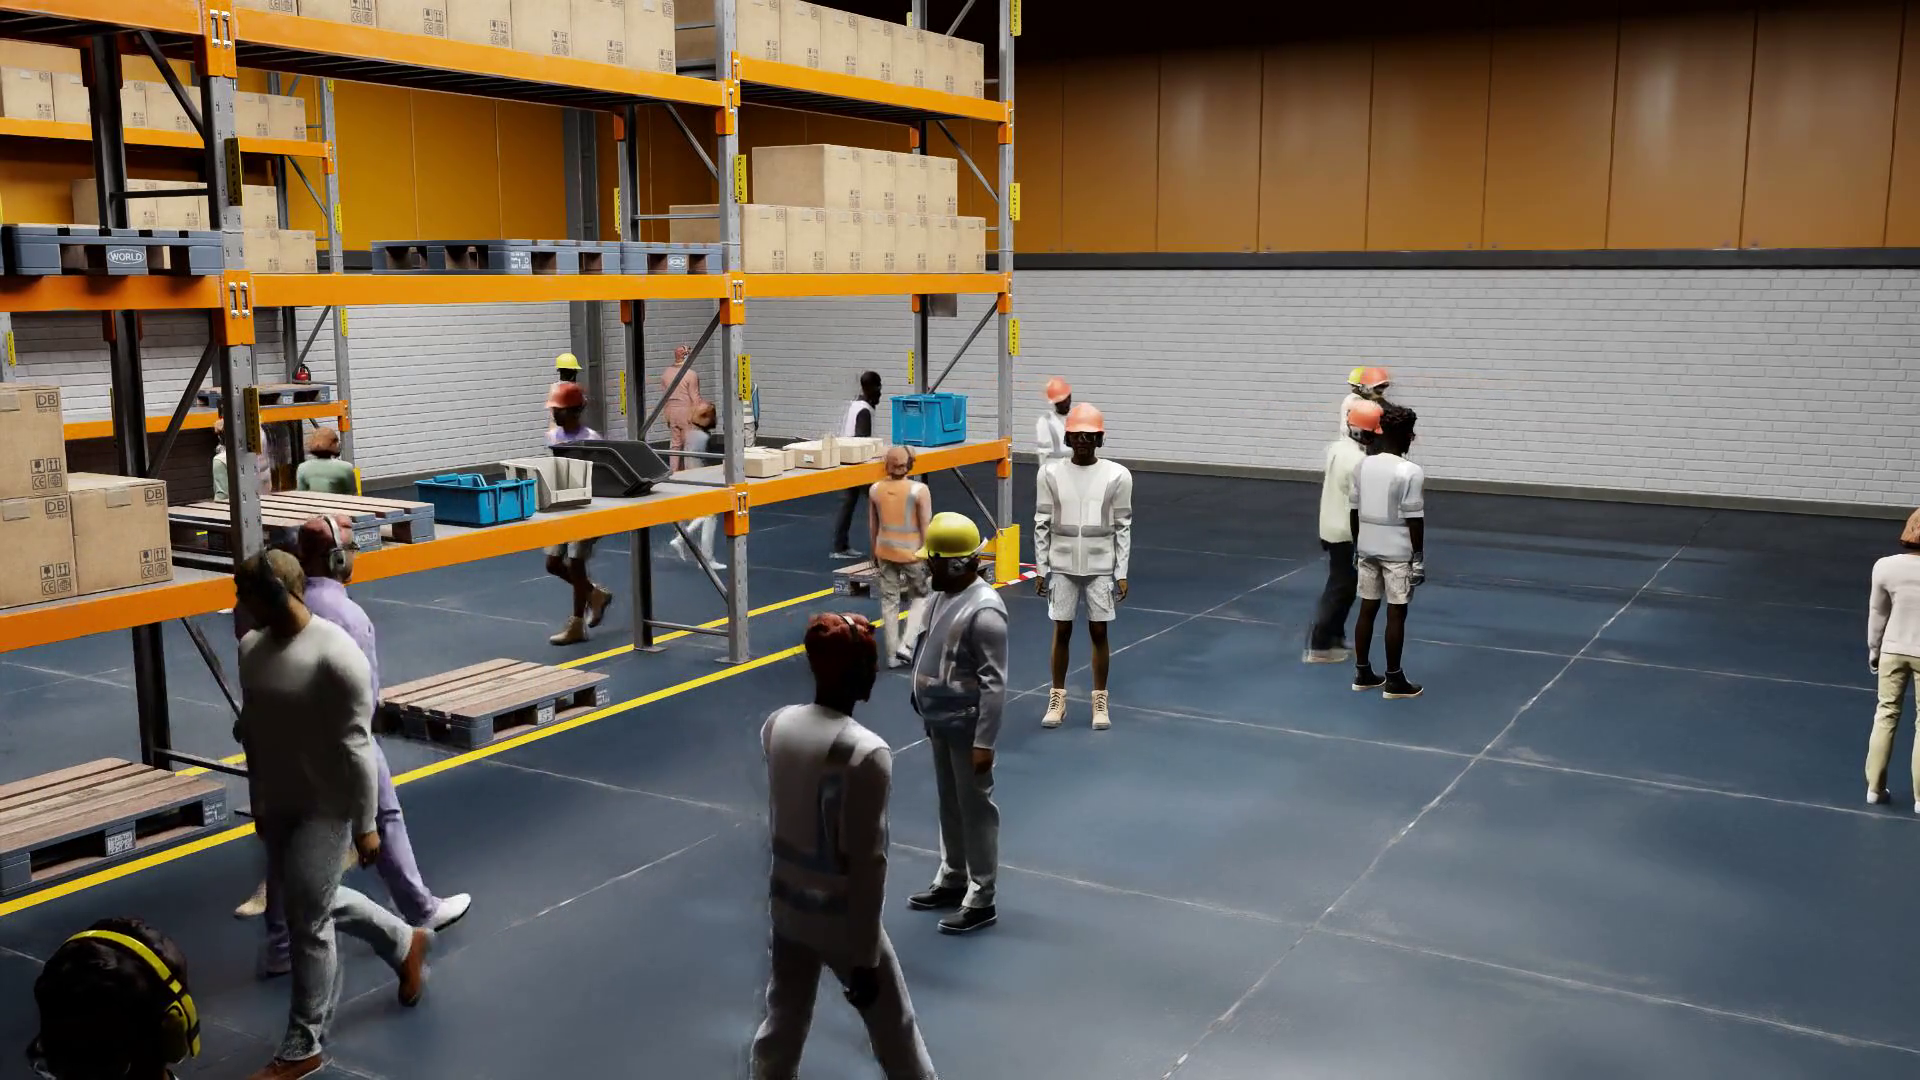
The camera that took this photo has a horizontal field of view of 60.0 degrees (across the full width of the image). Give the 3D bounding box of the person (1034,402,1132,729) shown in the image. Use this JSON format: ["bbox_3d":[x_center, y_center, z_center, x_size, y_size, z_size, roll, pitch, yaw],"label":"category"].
[{"bbox_3d":[0.760,0.166,10.368,0.607,2.048,0.370,1,9,9],"label":"person"}]

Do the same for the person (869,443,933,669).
[{"bbox_3d":[-0.413,0.123,11.919,0.545,1.623,0.372,5,10,27],"label":"person"}]

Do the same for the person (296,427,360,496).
[{"bbox_3d":[-5.188,-0.124,13.594,0.489,1.592,0.849,2,9,14],"label":"person"}]

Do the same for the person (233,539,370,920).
[{"bbox_3d":[-2.992,0.805,7.593,0.536,1.662,0.815,8,12,39],"label":"person"}]

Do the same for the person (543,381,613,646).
[{"bbox_3d":[-2.939,-0.212,12.780,0.629,2.030,0.578,6,11,35],"label":"person"}]

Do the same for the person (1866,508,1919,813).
[{"bbox_3d":[5.058,0.628,8.805,0.282,1.625,0.492,-7,11,-37],"label":"person"}]

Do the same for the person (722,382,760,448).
[{"bbox_3d":[-2.965,-1.583,22.548,0.510,1.640,0.308,-3,10,-19],"label":"person"}]

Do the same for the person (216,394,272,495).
[{"bbox_3d":[-6.421,-0.413,14.732,0.638,1.803,0.901,9,13,44],"label":"person"}]

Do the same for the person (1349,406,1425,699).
[{"bbox_3d":[2.883,0.076,11.178,0.361,1.963,0.614,-6,11,-33],"label":"person"}]

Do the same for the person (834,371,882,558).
[{"bbox_3d":[-0.859,-0.735,16.514,0.885,1.868,0.628,-2,9,-13],"label":"person"}]

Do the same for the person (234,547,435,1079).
[{"bbox_3d":[-2.290,0.942,6.014,0.646,1.901,0.880,5,11,31],"label":"person"}]

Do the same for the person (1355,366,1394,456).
[{"bbox_3d":[3.861,-0.637,15.611,0.618,1.975,0.598,-9,12,-43],"label":"person"}]

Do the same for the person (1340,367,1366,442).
[{"bbox_3d":[4.320,-0.954,18.012,0.403,1.837,0.588,0,9,-1],"label":"person"}]

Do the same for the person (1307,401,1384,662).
[{"bbox_3d":[2.826,-0.042,11.997,0.622,1.938,0.645,-1,9,-5],"label":"person"}]

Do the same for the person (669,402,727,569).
[{"bbox_3d":[-2.498,-0.510,15.896,0.464,1.624,0.507,-3,10,-18],"label":"person"}]

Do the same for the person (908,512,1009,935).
[{"bbox_3d":[-0.010,0.782,7.208,0.404,1.827,0.588,-4,10,-22],"label":"person"}]

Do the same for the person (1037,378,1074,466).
[{"bbox_3d":[1.035,-0.576,15.537,0.599,1.872,0.863,-4,10,-25],"label":"person"}]

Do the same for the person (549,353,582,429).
[{"bbox_3d":[-4.539,-1.192,19.217,0.384,1.925,0.593,-4,10,-25],"label":"person"}]

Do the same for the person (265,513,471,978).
[{"bbox_3d":[-2.517,0.814,6.894,0.647,1.870,0.925,6,11,31],"label":"person"}]

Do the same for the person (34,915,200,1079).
[{"bbox_3d":[-1.289,1.493,2.657,0.509,1.865,0.329,2,9,10],"label":"person"}]

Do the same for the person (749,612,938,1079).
[{"bbox_3d":[-0.309,1.117,5.066,0.955,1.835,0.610,-8,12,-41],"label":"person"}]

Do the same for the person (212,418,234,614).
[{"bbox_3d":[-6.047,-0.198,13.905,0.309,1.641,0.514,1,9,8],"label":"person"}]

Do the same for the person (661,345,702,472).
[{"bbox_3d":[-3.595,-1.591,21.770,0.651,1.907,0.409,7,11,37],"label":"person"}]
